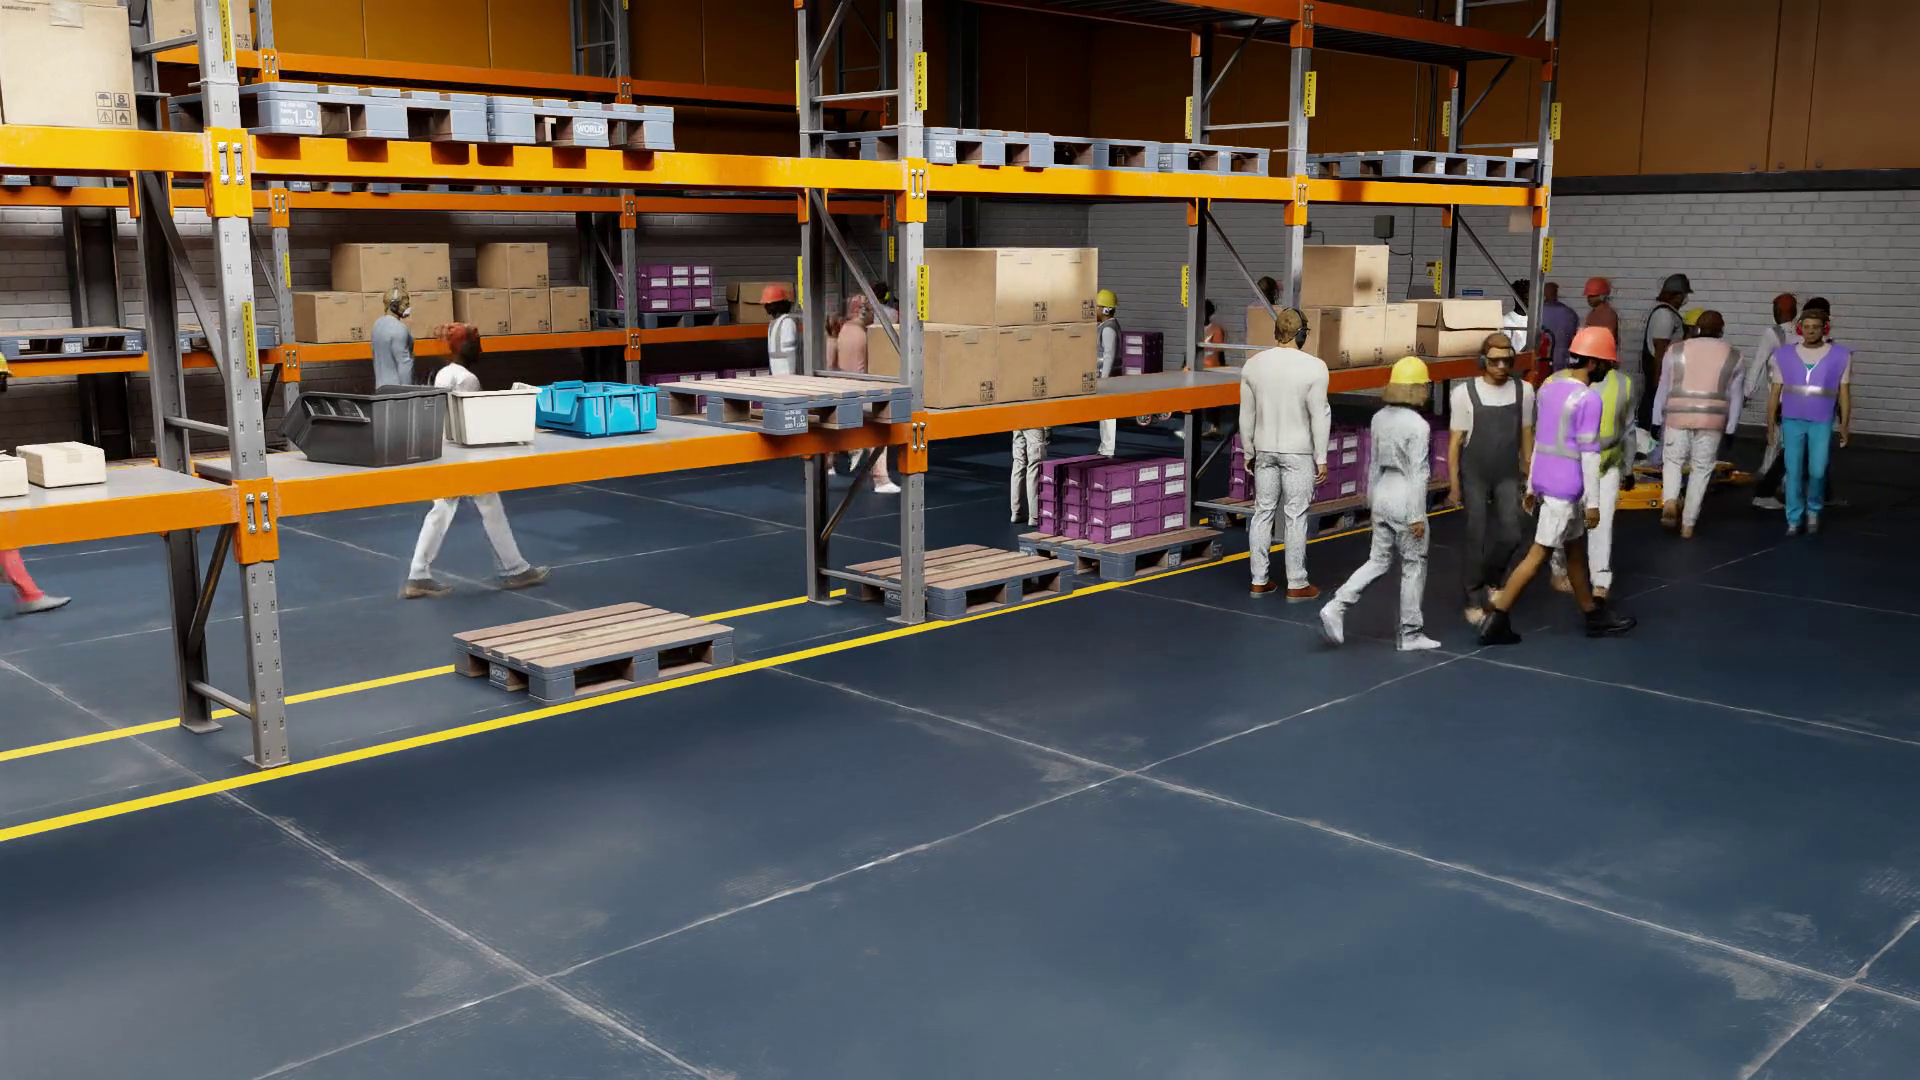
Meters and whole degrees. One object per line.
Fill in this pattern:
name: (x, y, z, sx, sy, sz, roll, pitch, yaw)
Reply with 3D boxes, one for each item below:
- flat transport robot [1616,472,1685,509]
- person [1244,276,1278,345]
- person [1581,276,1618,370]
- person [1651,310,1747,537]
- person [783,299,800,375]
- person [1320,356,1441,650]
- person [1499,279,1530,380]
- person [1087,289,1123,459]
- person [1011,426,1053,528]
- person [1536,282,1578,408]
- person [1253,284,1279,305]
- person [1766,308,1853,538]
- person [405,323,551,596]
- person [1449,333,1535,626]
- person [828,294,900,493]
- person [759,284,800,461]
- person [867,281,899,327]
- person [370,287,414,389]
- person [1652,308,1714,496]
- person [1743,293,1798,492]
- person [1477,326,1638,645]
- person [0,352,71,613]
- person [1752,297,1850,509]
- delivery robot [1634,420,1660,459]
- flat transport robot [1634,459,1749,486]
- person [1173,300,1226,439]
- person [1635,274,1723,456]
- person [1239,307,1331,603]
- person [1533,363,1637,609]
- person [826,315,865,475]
flat transport robot: (5.911, -0.487, 15.128, 0.652, 0.197, 1.431, -2, 11, -10)
person: (3.475, -2.047, 19.085, 0.372, 1.940, 0.627, -3, 11, -18)
person: (7.135, -1.918, 18.346, 0.788, 1.963, 0.658, -1, 10, -4)
person: (5.862, -0.909, 13.226, 0.661, 1.816, 0.517, 5, 11, 24)
person: (-2.074, -2.028, 19.665, 0.319, 1.692, 0.539, -8, 13, -36)
person: (2.470, -0.192, 9.566, 0.670, 1.728, 0.493, -5, 11, -24)
person: (5.677, -1.679, 17.002, 0.600, 1.967, 0.369, -10, 14, -43)
person: (1.520, -1.726, 17.614, 0.404, 1.837, 0.590, 1, 10, 3)
person: (0.593, -0.923, 13.771, 0.307, 1.639, 0.525, -7, 12, -33)
person: (6.941, -2.086, 19.558, 0.689, 1.876, 0.862, -1, 10, -5)
person: (3.692, -2.066, 19.305, 0.688, 1.913, 0.598, 5, 11, 24)
person: (6.744, -0.922, 13.232, 0.602, 1.831, 0.450, 7, 13, 35)
person: (-3.320, -0.540, 11.174, 1.007, 1.831, 0.601, -8, 13, -39)
person: (3.275, -0.371, 10.274, 0.562, 1.818, 0.504, 0, 10, 0)
person: (-0.973, -1.348, 15.459, 0.850, 1.877, 0.644, -4, 11, -22)
person: (-1.804, -1.793, 17.807, 0.749, 1.906, 0.583, -5, 11, -24)
person: (-0.986, -2.249, 20.432, 0.527, 1.853, 0.634, 5, 11, 24)
person: (-5.182, -1.353, 15.317, 0.370, 1.934, 0.627, -9, 14, -40)
person: (6.788, -1.296, 15.569, 0.537, 1.760, 0.557, -2, 11, -13)
person: (7.735, -1.400, 15.777, 0.614, 1.847, 0.846, -4, 11, -22)
person: (3.518, -0.305, 9.765, 1.013, 1.885, 0.599, -1, 10, -3)
person: (-6.185, -0.338, 10.419, 0.891, 1.699, 0.563, -5, 12, -26)
person: (7.467, -1.185, 14.643, 0.939, 1.879, 0.587, 0, 10, 1)
delivery robot: (6.733, -0.964, 16.697, 0.477, 0.478, 0.707, -6, 12, -32)
flat transport robot: (6.861, -0.646, 15.996, 1.431, 0.197, 0.652, -6, 12, -31)
person: (2.801, -1.988, 19.519, 0.848, 1.645, 0.564, -6, 12, -28)
person: (7.597, -1.823, 17.584, 0.919, 2.000, 0.694, 3, 11, 17)
person: (2.139, -0.558, 10.963, 0.635, 1.937, 0.352, 8, 13, 37)
person: (4.100, -0.463, 10.896, 0.690, 1.775, 0.974, 2, 11, 10)
person: (-1.246, -1.433, 16.586, 0.462, 1.622, 0.528, -1, 10, -6)
